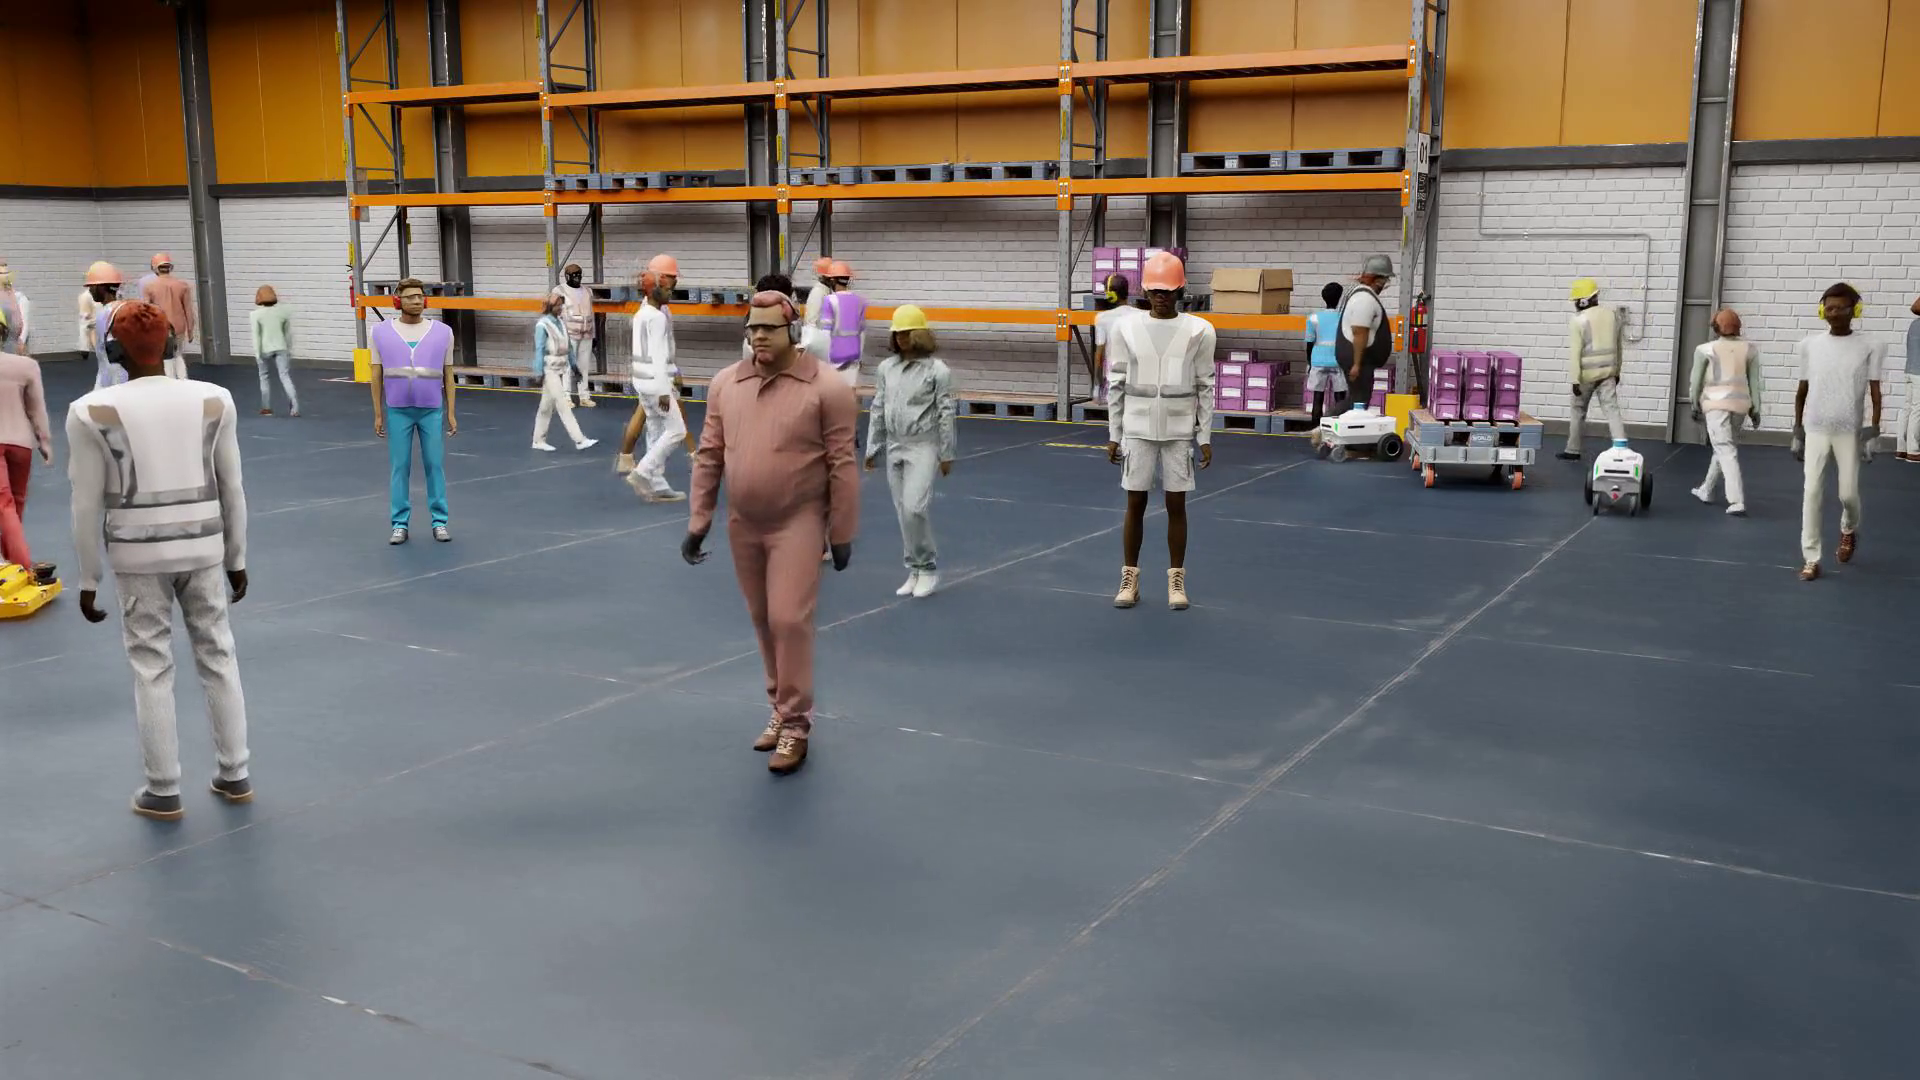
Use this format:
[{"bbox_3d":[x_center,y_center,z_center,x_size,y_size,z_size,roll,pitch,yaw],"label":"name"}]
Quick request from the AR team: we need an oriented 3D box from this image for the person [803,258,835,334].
[{"bbox_3d":[-1.598,-2.199,18.759,0.710,1.943,0.663,0,10,-1],"label":"person"}]

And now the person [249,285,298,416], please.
[{"bbox_3d":[-8.356,-2.304,20.260,0.500,1.606,0.738,-8,13,-39],"label":"person"}]

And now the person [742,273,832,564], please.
[{"bbox_3d":[-1.096,-0.714,10.418,0.608,1.899,1.046,6,12,29],"label":"person"}]

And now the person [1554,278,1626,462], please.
[{"bbox_3d":[6.011,-1.567,15.662,0.670,1.776,0.914,-3,10,-14],"label":"person"}]

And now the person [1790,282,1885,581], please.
[{"bbox_3d":[5.498,-0.685,10.424,0.511,1.856,0.703,7,12,36],"label":"person"}]

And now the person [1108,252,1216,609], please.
[{"bbox_3d":[1.139,-0.610,9.469,0.605,2.034,0.389,2,10,9],"label":"person"}]

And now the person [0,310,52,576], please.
[{"bbox_3d":[-5.921,-0.585,10.218,0.945,1.708,0.536,9,13,40],"label":"person"}]

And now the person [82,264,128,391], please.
[{"bbox_3d":[-7.121,-1.346,13.954,0.615,1.914,0.557,1,10,5],"label":"person"}]

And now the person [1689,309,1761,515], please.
[{"bbox_3d":[5.980,-1.007,13.008,0.494,1.572,0.937,-1,10,-5],"label":"person"}]

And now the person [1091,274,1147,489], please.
[{"bbox_3d":[1.404,-1.331,14.120,0.558,1.835,0.442,-3,10,-17],"label":"person"}]

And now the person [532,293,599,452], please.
[{"bbox_3d":[-3.994,-1.671,16.715,0.836,1.600,0.518,2,10,11],"label":"person"}]

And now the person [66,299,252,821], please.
[{"bbox_3d":[-2.870,0.077,6.007,0.580,1.879,0.360,-9,13,-41],"label":"person"}]

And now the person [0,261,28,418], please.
[{"bbox_3d":[-11.463,-2.384,19.916,0.480,1.892,0.647,0,10,1],"label":"person"}]

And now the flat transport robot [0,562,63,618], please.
[{"bbox_3d":[-5.910,0.298,9.317,1.431,0.197,0.652,-2,10,-13],"label":"flat transport robot"}]

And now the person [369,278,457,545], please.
[{"bbox_3d":[-3.808,-0.899,11.628,0.565,1.849,0.390,-4,11,-20],"label":"person"}]

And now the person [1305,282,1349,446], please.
[{"bbox_3d":[3.835,-1.813,17.228,0.531,1.698,0.320,3,11,19],"label":"person"}]

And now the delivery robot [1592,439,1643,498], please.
[{"bbox_3d":[5.168,-0.550,13.047,0.477,0.478,0.707,4,11,23],"label":"delivery robot"}]

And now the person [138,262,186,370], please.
[{"bbox_3d":[-12.239,-3.385,25.535,0.659,1.903,0.930,-6,12,-30],"label":"person"}]

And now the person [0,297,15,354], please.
[{"bbox_3d":[-8.761,-1.511,14.842,0.628,1.940,0.373,-1,10,-7],"label":"person"}]

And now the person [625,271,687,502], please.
[{"bbox_3d":[-2.434,-1.221,13.375,0.424,1.873,0.599,-5,11,-24],"label":"person"}]

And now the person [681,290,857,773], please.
[{"bbox_3d":[-0.797,-0.038,6.637,0.650,1.886,0.701,5,11,26],"label":"person"}]

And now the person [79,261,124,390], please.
[{"bbox_3d":[-10.023,-2.338,19.693,0.927,1.882,0.591,3,10,14],"label":"person"}]

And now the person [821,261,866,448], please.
[{"bbox_3d":[-1.255,-1.910,17.157,0.584,1.911,0.629,-8,13,-39],"label":"person"}]

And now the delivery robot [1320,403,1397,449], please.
[{"bbox_3d":[3.851,-1.085,16.081,0.707,0.478,0.477,-3,11,-17],"label":"delivery robot"}]

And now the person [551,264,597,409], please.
[{"bbox_3d":[-4.926,-2.611,21.341,0.429,1.842,0.636,9,13,42],"label":"person"}]

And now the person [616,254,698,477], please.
[{"bbox_3d":[-2.637,-1.555,14.937,1.040,1.986,0.633,-2,10,-9],"label":"person"}]

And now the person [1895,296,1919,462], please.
[{"bbox_3d":[9.250,-1.565,16.007,0.289,1.633,0.499,1,10,8],"label":"person"}]

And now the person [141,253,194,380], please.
[{"bbox_3d":[-10.495,-2.797,22.003,0.522,1.975,0.613,9,13,42],"label":"person"}]

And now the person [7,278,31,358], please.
[{"bbox_3d":[-11.875,-2.470,20.679,0.595,1.781,0.931,1,10,3],"label":"person"}]

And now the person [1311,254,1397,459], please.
[{"bbox_3d":[3.860,-1.799,16.179,0.696,2.000,0.709,1,10,8],"label":"person"}]

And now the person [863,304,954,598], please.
[{"bbox_3d":[-0.309,-0.511,9.783,0.490,1.729,0.458,7,12,34],"label":"person"}]
